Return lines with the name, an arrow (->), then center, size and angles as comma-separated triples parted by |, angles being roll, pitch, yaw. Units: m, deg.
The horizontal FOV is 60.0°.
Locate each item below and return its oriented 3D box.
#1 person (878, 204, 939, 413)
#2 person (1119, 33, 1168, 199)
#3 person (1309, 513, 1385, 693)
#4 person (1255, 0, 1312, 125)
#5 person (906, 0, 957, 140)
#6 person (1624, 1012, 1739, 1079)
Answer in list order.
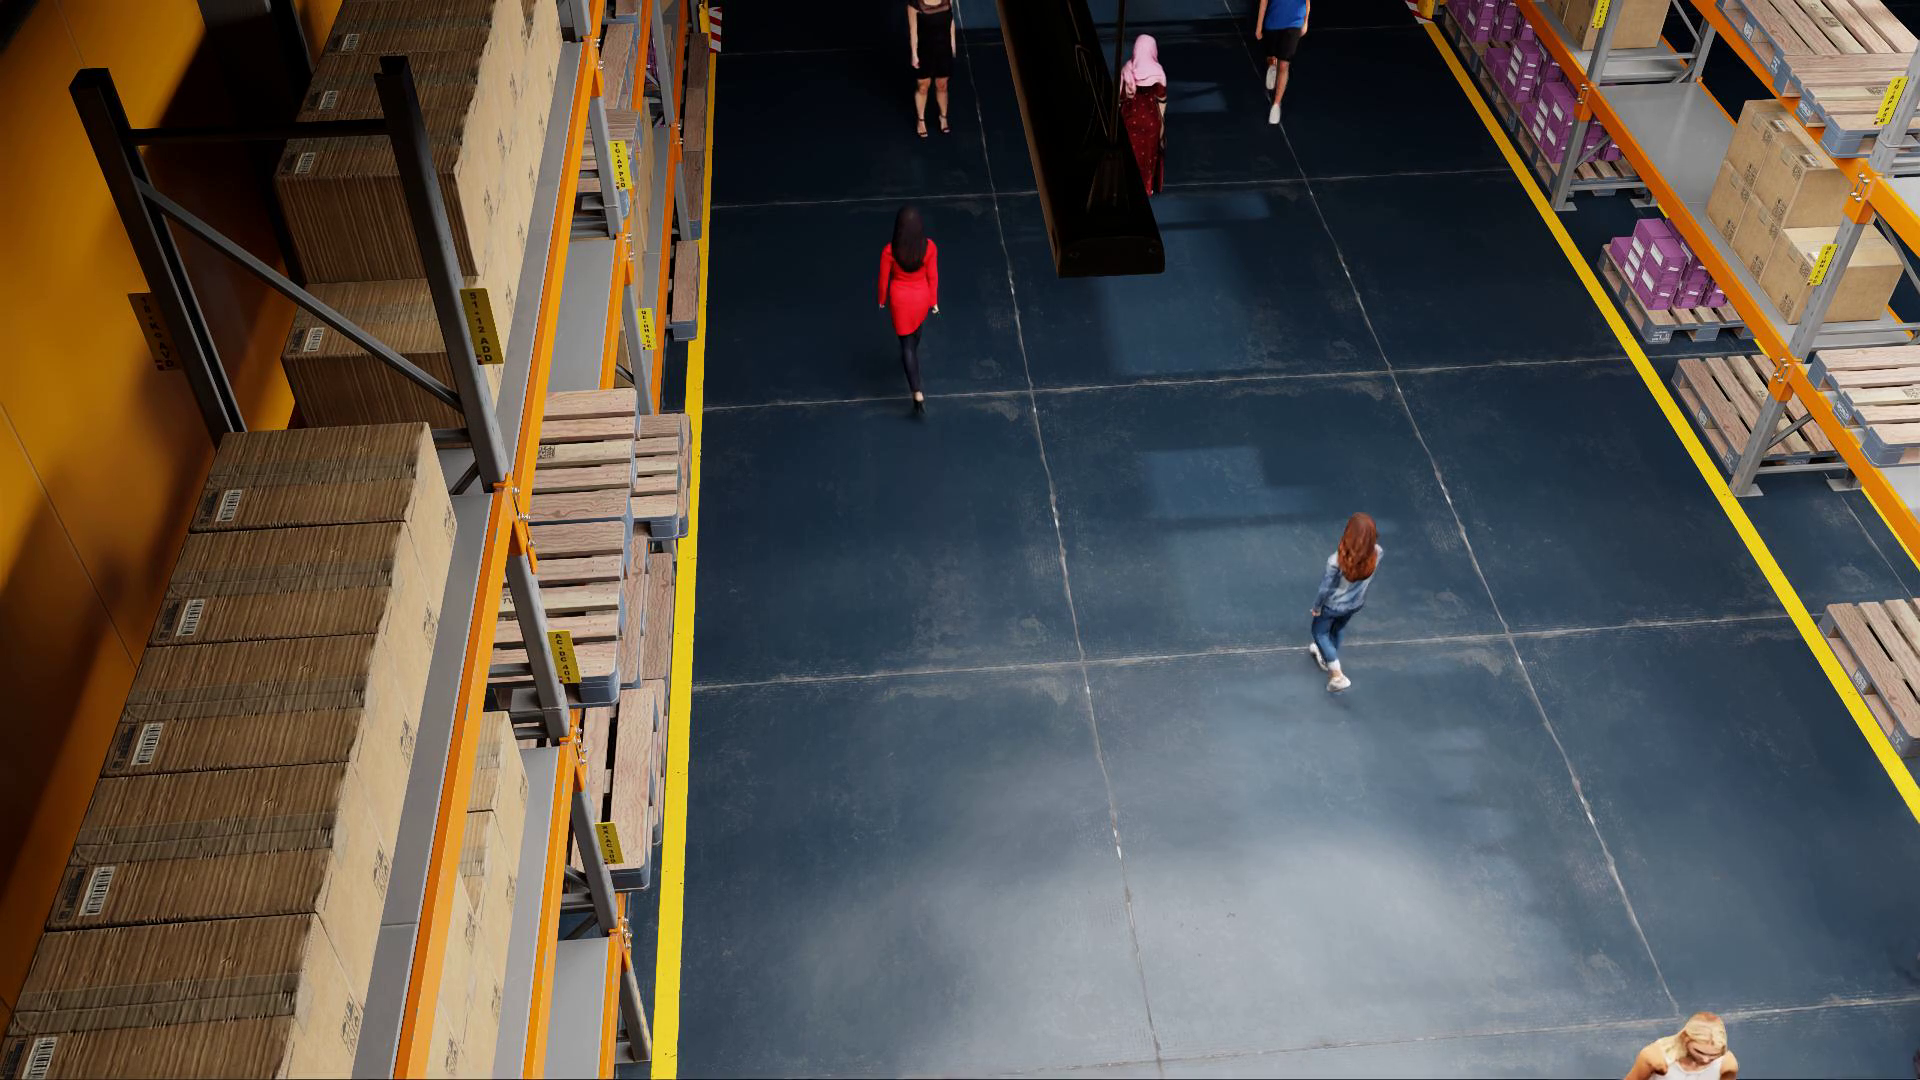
person -> -0.377, -1.777, 12.937 | 0.725, 1.710, 1.101 | -9, 44, -10
person -> 1.640, -3.843, 15.157 | 0.741, 1.639, 0.719 | 11, 45, 11
person -> 2.518, 0.418, 10.810 | 0.678, 1.466, 0.836 | -16, 46, -16
person -> 3.189, -5.127, 16.373 | 0.930, 1.821, 1.331 | 10, 45, 10
person -> -0.299, -4.688, 15.990 | 0.724, 1.715, 0.708 | -19, 47, -19
person -> 3.413, 2.784, 8.115 | 0.765, 1.758, 0.976 | 3, 44, 3
